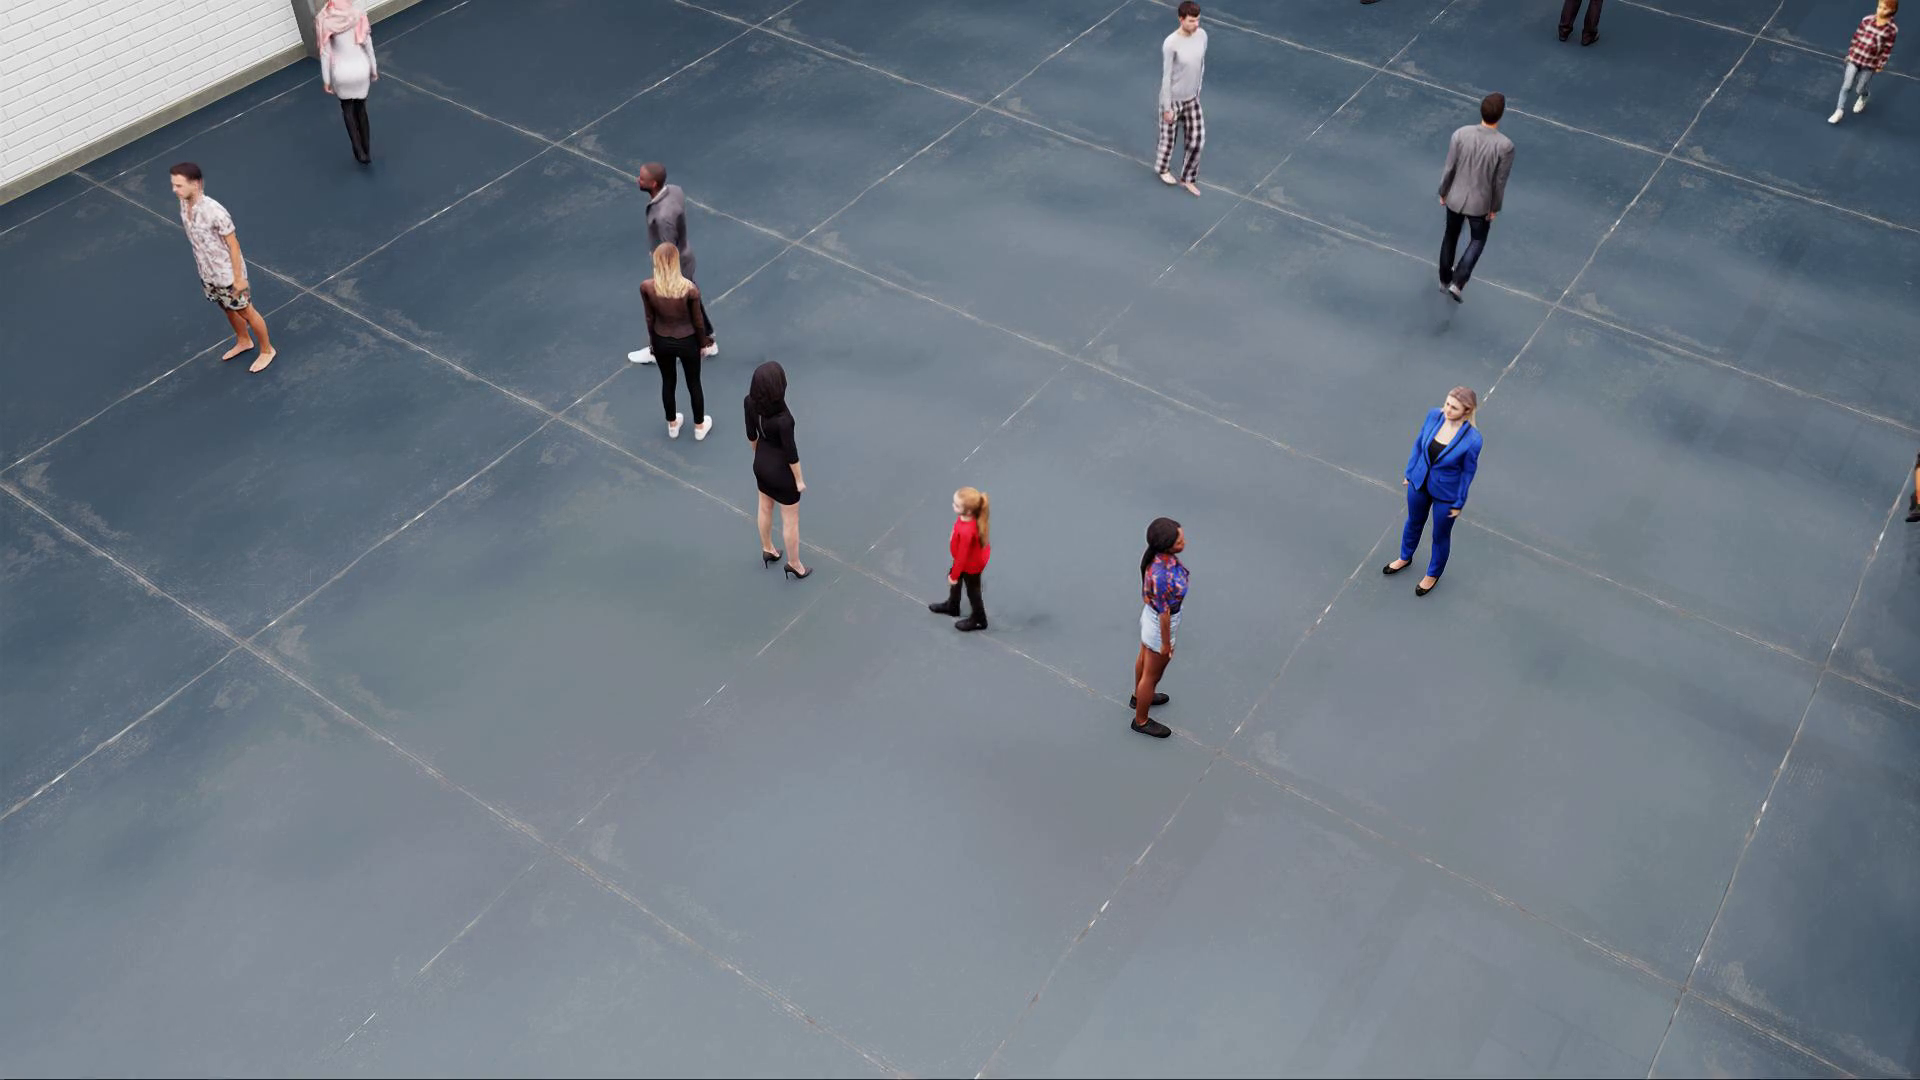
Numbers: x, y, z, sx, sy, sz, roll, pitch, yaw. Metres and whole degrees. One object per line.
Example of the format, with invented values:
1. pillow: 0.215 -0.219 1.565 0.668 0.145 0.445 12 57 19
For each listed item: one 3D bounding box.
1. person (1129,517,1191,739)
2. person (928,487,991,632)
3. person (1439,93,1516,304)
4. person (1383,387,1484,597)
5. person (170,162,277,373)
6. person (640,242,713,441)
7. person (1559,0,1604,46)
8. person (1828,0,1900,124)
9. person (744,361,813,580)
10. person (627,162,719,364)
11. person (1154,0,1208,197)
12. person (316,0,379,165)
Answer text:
1. person: 1.234 0.521 10.348 0.732 1.743 0.630 1 44 1
2. person: 0.114 0.136 11.094 0.731 1.273 0.696 4 44 4
3. person: 4.190 -2.770 13.720 0.742 1.857 0.939 20 47 20
4. person: 3.249 -0.354 11.298 0.622 1.700 0.674 -31 52 -28
5. person: -5.829 -2.181 13.130 0.661 1.819 0.557 24 49 23
6. person: -2.133 -1.472 12.470 0.669 1.702 0.678 2 44 2
7. person: 6.577 -6.033 17.152 0.673 1.848 0.587 22 48 21
8. person: 8.811 -4.687 16.140 0.779 1.295 0.623 -32 52 -29
9. person: -1.256 -0.461 11.333 0.608 1.806 0.511 31 52 29
10. person: -2.166 -2.155 13.124 1.112 1.789 1.076 -2 44 -2
11. person: 1.940 -4.063 15.100 0.907 1.827 0.915 -20 47 -20
12. person: -5.625 -4.270 15.357 0.737 1.773 0.864 -30 51 -28
